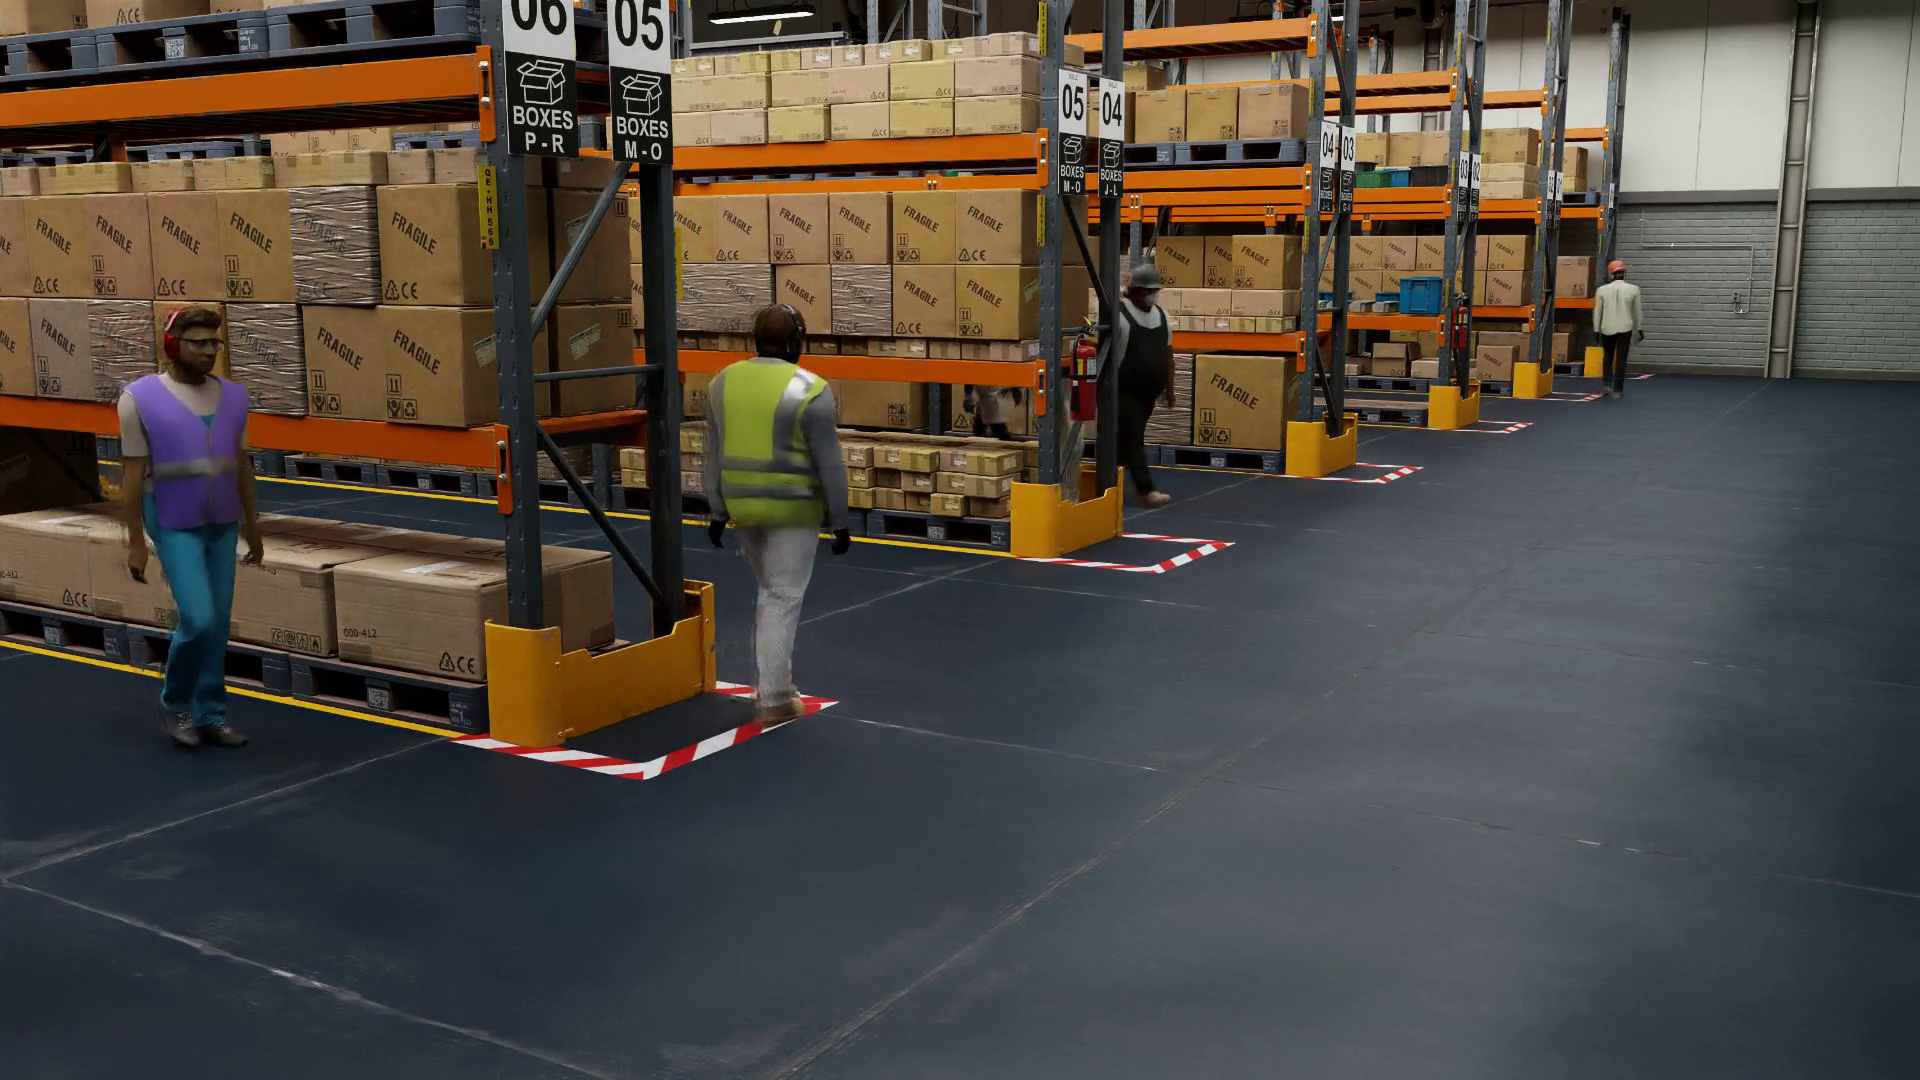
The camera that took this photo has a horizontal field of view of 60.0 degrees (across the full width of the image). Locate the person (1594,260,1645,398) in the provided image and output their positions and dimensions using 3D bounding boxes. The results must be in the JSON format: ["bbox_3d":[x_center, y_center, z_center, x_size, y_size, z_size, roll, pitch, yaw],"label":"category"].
[{"bbox_3d":[9.485,-3.023,23.927,0.667,1.962,0.662,5,11,28],"label":"person"}]

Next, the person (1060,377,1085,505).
[{"bbox_3d":[0.810,-1.094,12.926,0.533,1.857,0.534,7,12,35],"label":"person"}]

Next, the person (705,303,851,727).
[{"bbox_3d":[-0.747,-0.114,7.277,0.660,1.824,0.595,6,11,31],"label":"person"}]

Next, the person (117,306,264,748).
[{"bbox_3d":[-3.106,-0.033,6.784,0.455,1.827,0.590,5,11,27],"label":"person"}]

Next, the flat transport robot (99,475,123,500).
[{"bbox_3d":[-7.510,-0.375,13.355,0.652,0.197,1.431,6,11,30],"label":"flat transport robot"}]

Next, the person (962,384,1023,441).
[{"bbox_3d":[0.289,-1.342,14.258,1.035,1.905,0.636,6,11,32],"label":"person"}]

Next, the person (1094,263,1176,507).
[{"bbox_3d":[1.439,-1.320,13.713,0.699,2.000,0.970,-7,12,-36],"label":"person"}]
